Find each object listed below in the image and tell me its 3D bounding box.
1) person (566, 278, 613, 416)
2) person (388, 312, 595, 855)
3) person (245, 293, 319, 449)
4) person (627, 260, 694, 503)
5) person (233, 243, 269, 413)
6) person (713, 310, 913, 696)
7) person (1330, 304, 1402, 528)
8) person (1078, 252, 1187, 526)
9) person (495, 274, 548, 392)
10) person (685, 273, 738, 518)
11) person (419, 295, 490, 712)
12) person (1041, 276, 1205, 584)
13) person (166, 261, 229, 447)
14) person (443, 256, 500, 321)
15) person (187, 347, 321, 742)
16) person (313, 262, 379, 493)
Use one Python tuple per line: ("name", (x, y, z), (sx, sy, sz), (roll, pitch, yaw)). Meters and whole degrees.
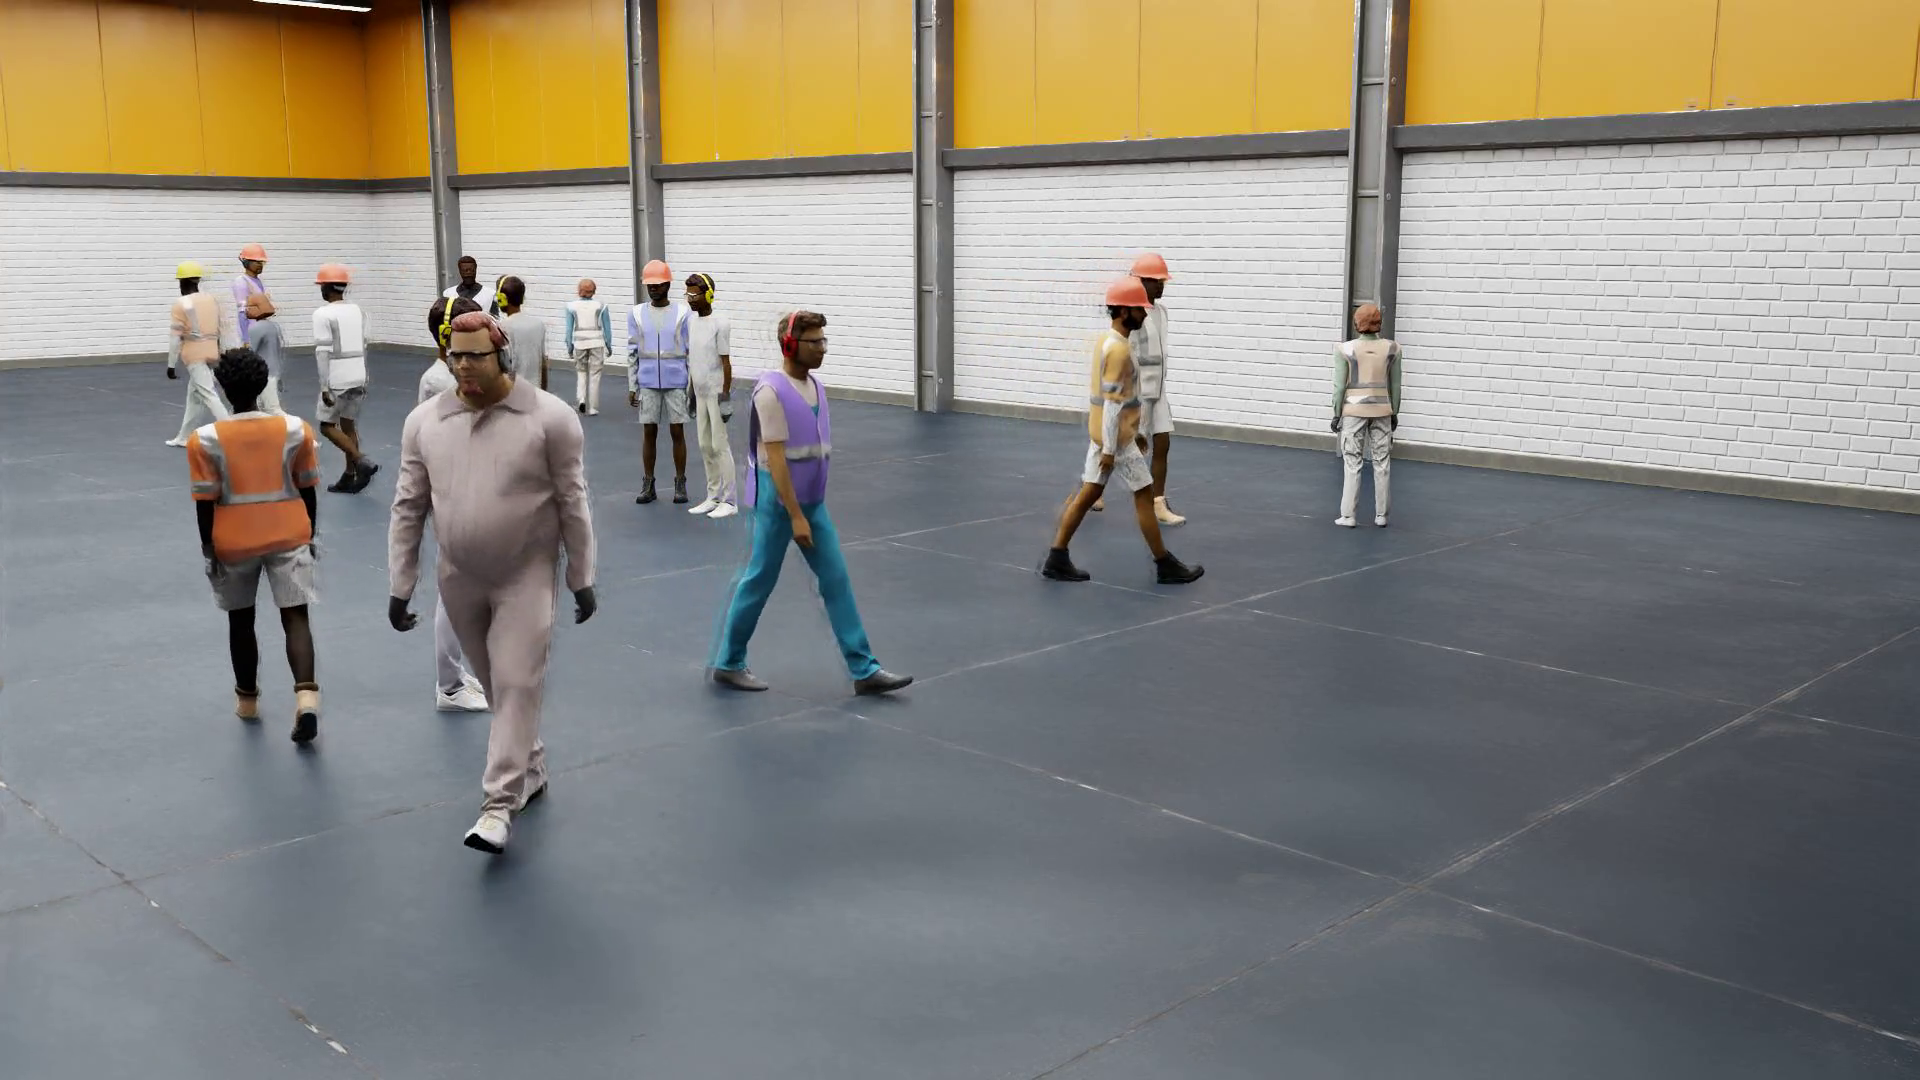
("person", (-4.385, -2.285, 19.724), (0.526, 1.623, 0.376), (0, 10, -1))
("person", (-1.678, 0.147, 5.815), (0.680, 1.855, 0.974), (1, 10, 7))
("person", (-6.510, -1.537, 15.732), (0.809, 1.601, 0.512), (-1, 10, -4))
("person", (-2.371, -1.247, 13.228), (0.551, 1.935, 0.372), (0, 10, -1))
("person", (-7.858, -2.285, 18.602), (0.393, 2.040, 0.611), (0, 10, -3))
("person", (-0.740, -0.152, 7.658), (0.987, 1.793, 0.573), (5, 12, 25))
("person", (2.959, -0.896, 12.127), (0.514, 1.639, 0.310), (-1, 10, -4))
("person", (1.301, -1.120, 12.341), (0.831, 2.018, 0.613), (9, 14, 40))
("person", (-3.173, -1.004, 12.136), (0.616, 1.855, 0.535), (8, 13, 39))
("person", (-1.901, -1.086, 12.597), (0.369, 1.853, 0.490), (-9, 14, -40))
("person", (-2.262, -0.161, 7.505), (0.310, 1.865, 0.532), (-3, 11, -15))
("person", (0.972, -0.654, 10.140), (0.996, 1.890, 0.546), (-1, 10, -5))
("person", (-7.562, -1.821, 16.528), (0.979, 1.882, 0.603), (3, 11, 16))
("person", (-5.067, -1.982, 17.275), (0.597, 1.920, 0.379), (0, 10, 2))
("person", (-2.957, 0.018, 7.055), (0.525, 1.670, 0.805), (-6, 12, -28))
("person", (-5.021, -1.310, 13.624), (0.565, 1.917, 0.551), (5, 12, 27))
